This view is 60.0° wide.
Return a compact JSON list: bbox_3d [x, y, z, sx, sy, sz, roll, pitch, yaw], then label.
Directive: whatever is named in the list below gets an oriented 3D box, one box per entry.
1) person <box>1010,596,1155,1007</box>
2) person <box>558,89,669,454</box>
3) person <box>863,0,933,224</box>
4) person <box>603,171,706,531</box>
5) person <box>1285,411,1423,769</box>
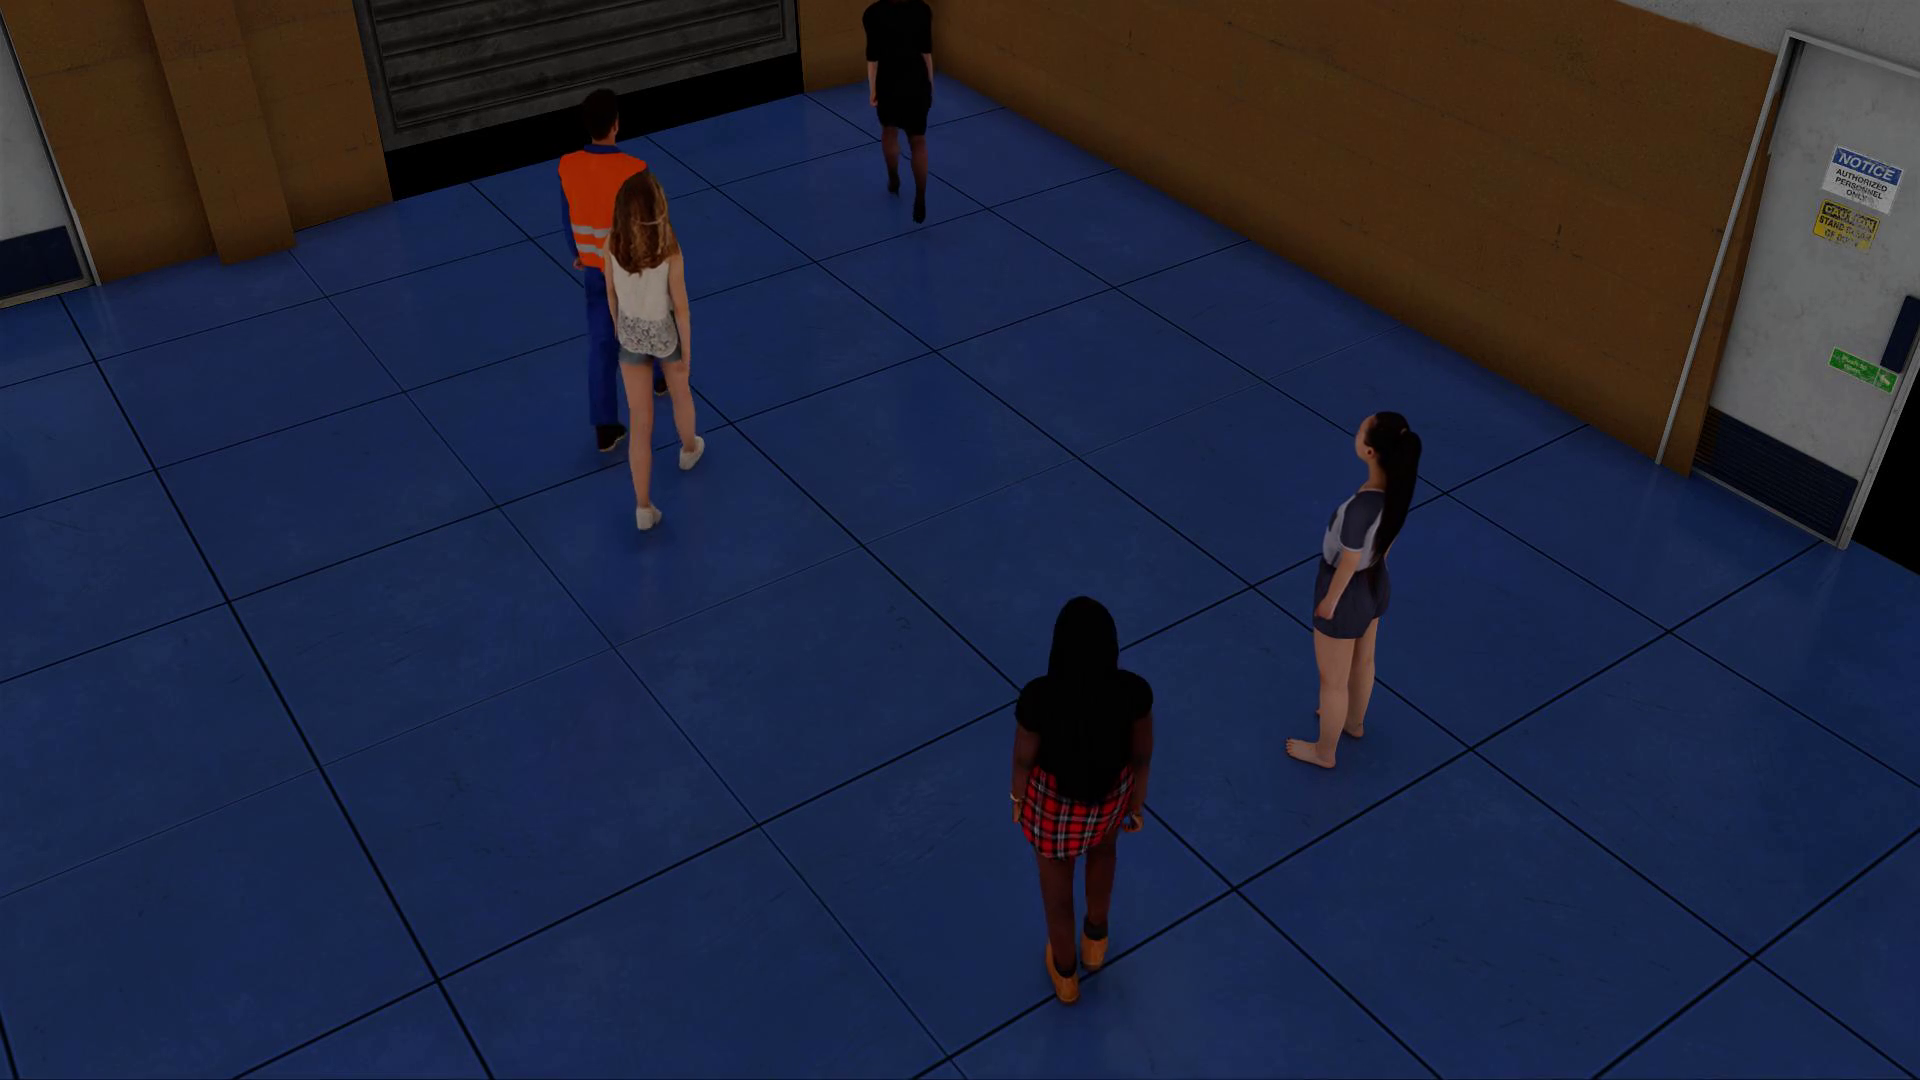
[{"bbox_3d":[0.413,0.942,5.459,0.660,1.721,0.760,-6,37,-8],"label":"person"},{"bbox_3d":[-1.760,-1.310,8.375,1.212,1.821,1.285,7,38,10],"label":"person"},{"bbox_3d":[-0.341,-2.796,10.467,1.061,1.670,0.945,-5,37,-7],"label":"person"},{"bbox_3d":[-1.487,-0.848,7.844,1.105,1.720,1.103,3,37,4],"label":"person"},{"bbox_3d":[1.558,0.203,6.502,0.704,1.651,0.548,27,44,31],"label":"person"}]
